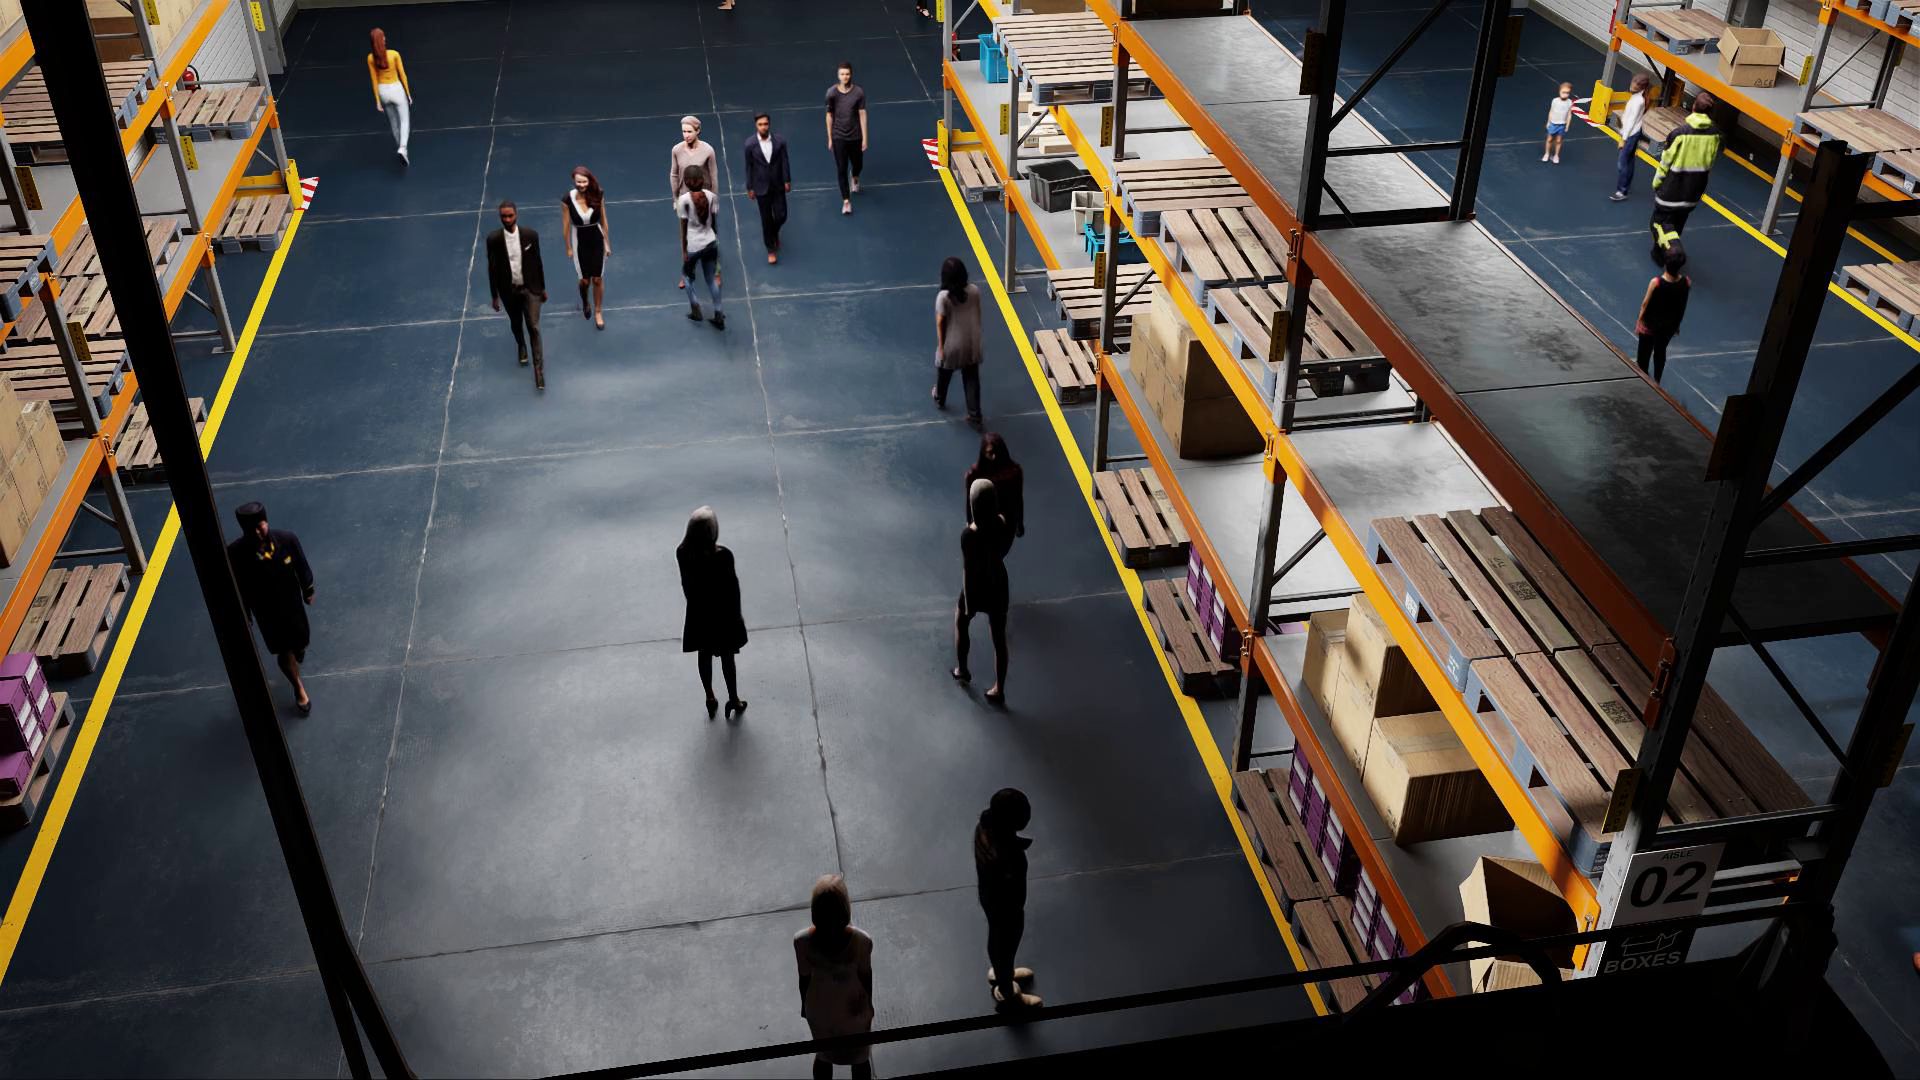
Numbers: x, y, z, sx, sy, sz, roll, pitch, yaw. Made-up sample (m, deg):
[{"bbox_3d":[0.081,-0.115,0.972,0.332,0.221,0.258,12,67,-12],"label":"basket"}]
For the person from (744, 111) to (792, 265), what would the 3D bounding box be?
[{"bbox_3d":[-2.119,-3.935,18.388,0.670,1.713,0.720,-7,34,-11],"label":"person"}]

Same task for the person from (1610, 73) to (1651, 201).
[{"bbox_3d":[8.090,-4.874,19.966,0.850,1.531,0.690,20,38,27],"label":"person"}]

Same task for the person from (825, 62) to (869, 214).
[{"bbox_3d":[-1.325,-4.784,19.632,0.706,1.749,1.018,-2,34,-3],"label":"person"}]

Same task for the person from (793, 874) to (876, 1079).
[{"bbox_3d":[-0.635,2.451,8.748,0.604,1.749,0.573,1,34,2],"label":"person"}]

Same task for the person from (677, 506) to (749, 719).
[{"bbox_3d":[-1.730,0.511,11.669,0.678,1.747,0.683,7,34,10],"label":"person"}]

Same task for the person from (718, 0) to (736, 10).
[{"bbox_3d":[-3.781,-9.340,26.655,0.693,1.563,0.560,5,34,8],"label":"person"}]

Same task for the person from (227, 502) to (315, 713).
[{"bbox_3d":[-4.872,0.434,11.863,0.846,1.659,0.970,-16,37,-22],"label":"person"}]

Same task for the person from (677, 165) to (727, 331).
[{"bbox_3d":[-2.590,-2.936,16.895,0.803,1.701,0.856,-24,40,-31],"label":"person"}]

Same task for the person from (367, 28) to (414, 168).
[{"bbox_3d":[-7.053,-5.470,20.678,0.598,1.734,1.011,-7,34,-11],"label":"person"}]

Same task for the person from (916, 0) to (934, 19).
[{"bbox_3d":[-0.565,-9.132,26.185,0.640,1.736,0.452,-9,35,-13],"label":"person"}]

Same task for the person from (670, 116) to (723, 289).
[{"bbox_3d":[-2.811,-3.621,17.768,0.731,1.876,0.694,3,34,4],"label":"person"}]

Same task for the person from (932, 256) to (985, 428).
[{"bbox_3d":[0.020,-1.789,15.287,0.758,1.572,1.076,-12,36,-18],"label":"person"}]

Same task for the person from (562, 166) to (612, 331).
[{"bbox_3d":[-3.787,-2.993,16.912,0.667,1.778,0.738,-14,36,-19],"label":"person"}]

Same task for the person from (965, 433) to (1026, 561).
[{"bbox_3d":[0.265,-0.125,12.780,0.608,1.575,1.057,-6,34,-10],"label":"person"}]

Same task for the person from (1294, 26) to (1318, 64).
[{"bbox_3d":[4.236,-5.390,20.442,0.805,1.861,0.763,-13,36,-19],"label":"person"}]

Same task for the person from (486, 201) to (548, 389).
[{"bbox_3d":[-4.277,-2.426,16.080,0.714,1.755,1.158,-7,34,-11],"label":"person"}]

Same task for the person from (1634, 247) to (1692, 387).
[{"bbox_3d":[6.599,-2.001,15.629,0.588,1.546,0.600,0,34,0],"label":"person"}]

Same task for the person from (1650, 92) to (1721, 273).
[{"bbox_3d":[7.832,-3.823,17.989,0.763,1.968,0.971,-6,34,-9],"label":"person"}]

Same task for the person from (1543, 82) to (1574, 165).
[{"bbox_3d":[7.581,-5.297,21.062,0.490,1.021,0.533,13,36,19],"label":"person"}]

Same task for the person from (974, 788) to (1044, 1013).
[{"bbox_3d":[0.223,2.057,9.421,0.654,1.660,0.598,9,35,13],"label":"person"}]

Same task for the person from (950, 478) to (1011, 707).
[{"bbox_3d":[0.244,0.419,11.750,0.745,1.810,0.897,-19,38,-26],"label":"person"}]
